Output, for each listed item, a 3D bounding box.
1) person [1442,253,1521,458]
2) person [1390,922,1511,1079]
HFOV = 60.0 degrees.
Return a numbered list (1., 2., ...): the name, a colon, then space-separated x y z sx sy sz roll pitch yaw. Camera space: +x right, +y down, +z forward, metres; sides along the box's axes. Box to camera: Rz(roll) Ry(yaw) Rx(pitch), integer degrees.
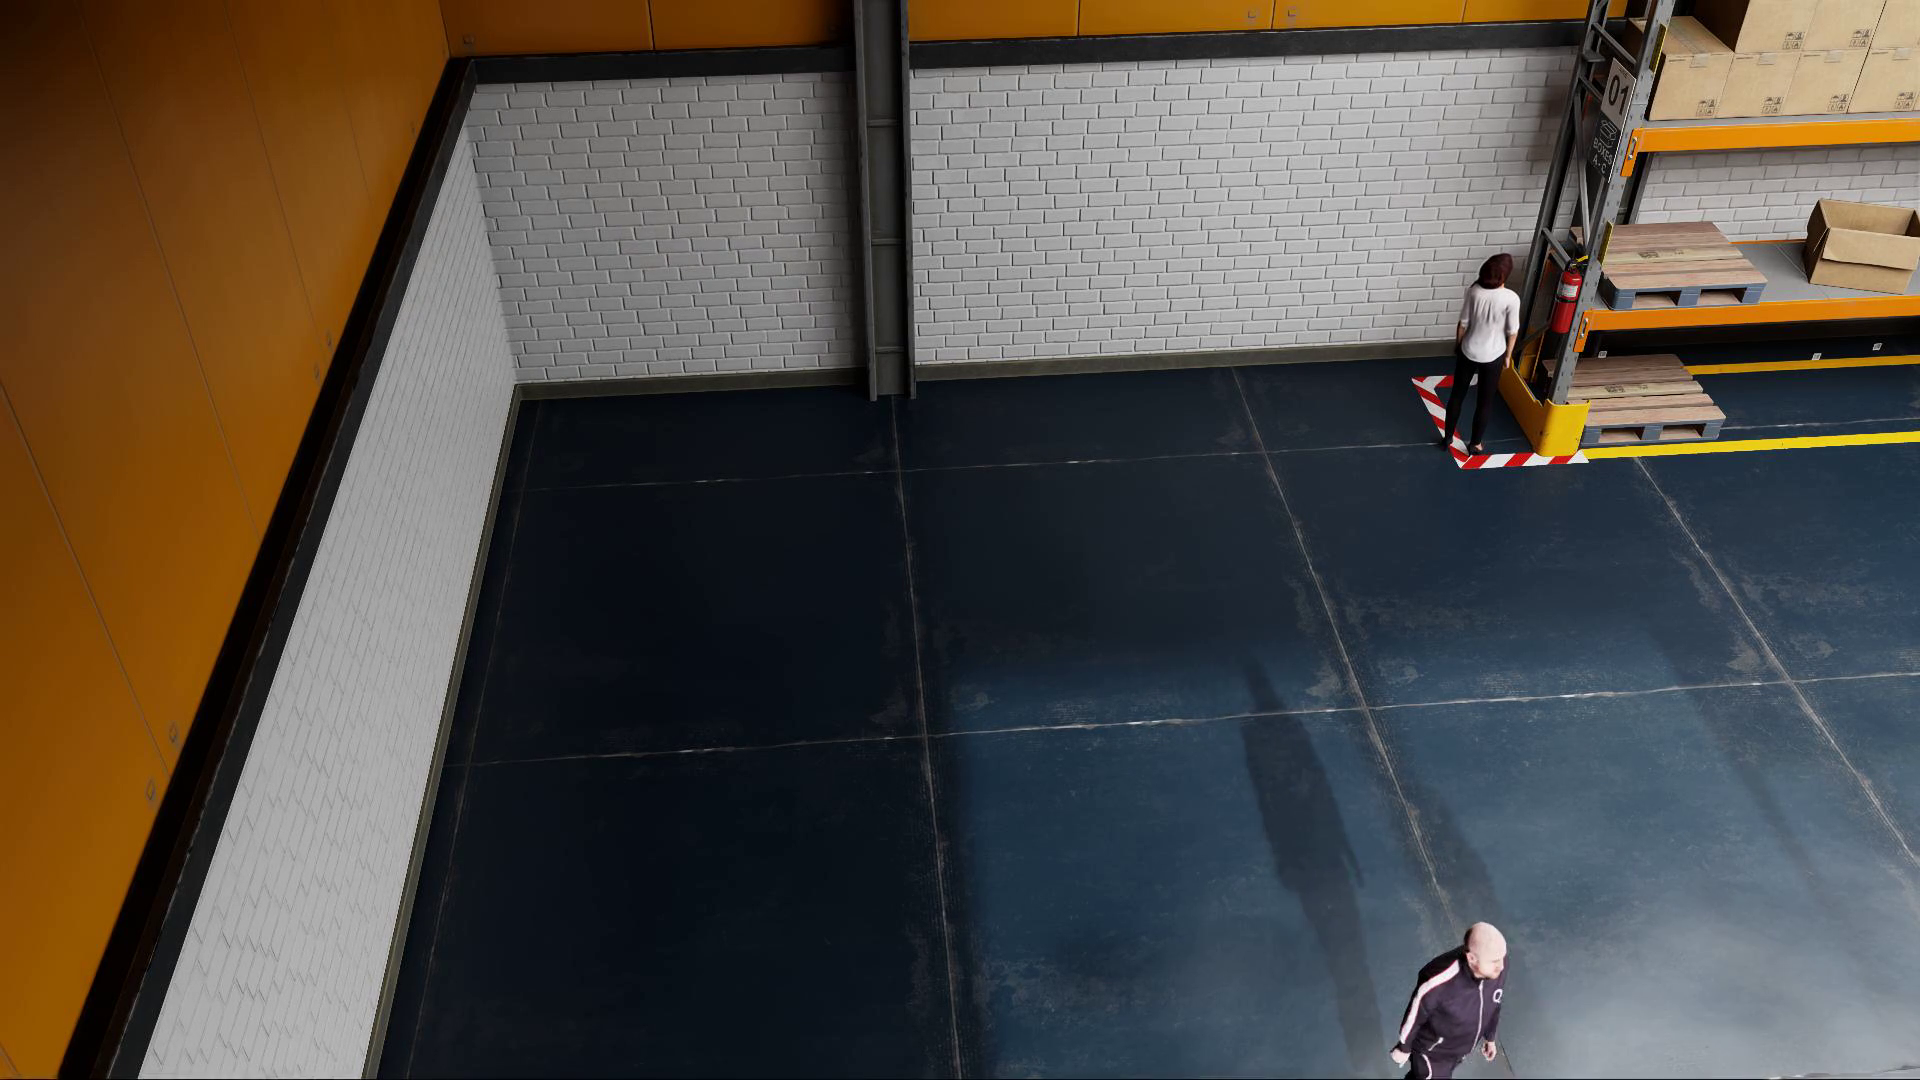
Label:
1. person: 4.096 -1.444 13.092 0.652 1.794 0.746 21 43 24
2. person: 2.319 2.409 8.250 0.747 1.816 0.839 -22 43 -25
